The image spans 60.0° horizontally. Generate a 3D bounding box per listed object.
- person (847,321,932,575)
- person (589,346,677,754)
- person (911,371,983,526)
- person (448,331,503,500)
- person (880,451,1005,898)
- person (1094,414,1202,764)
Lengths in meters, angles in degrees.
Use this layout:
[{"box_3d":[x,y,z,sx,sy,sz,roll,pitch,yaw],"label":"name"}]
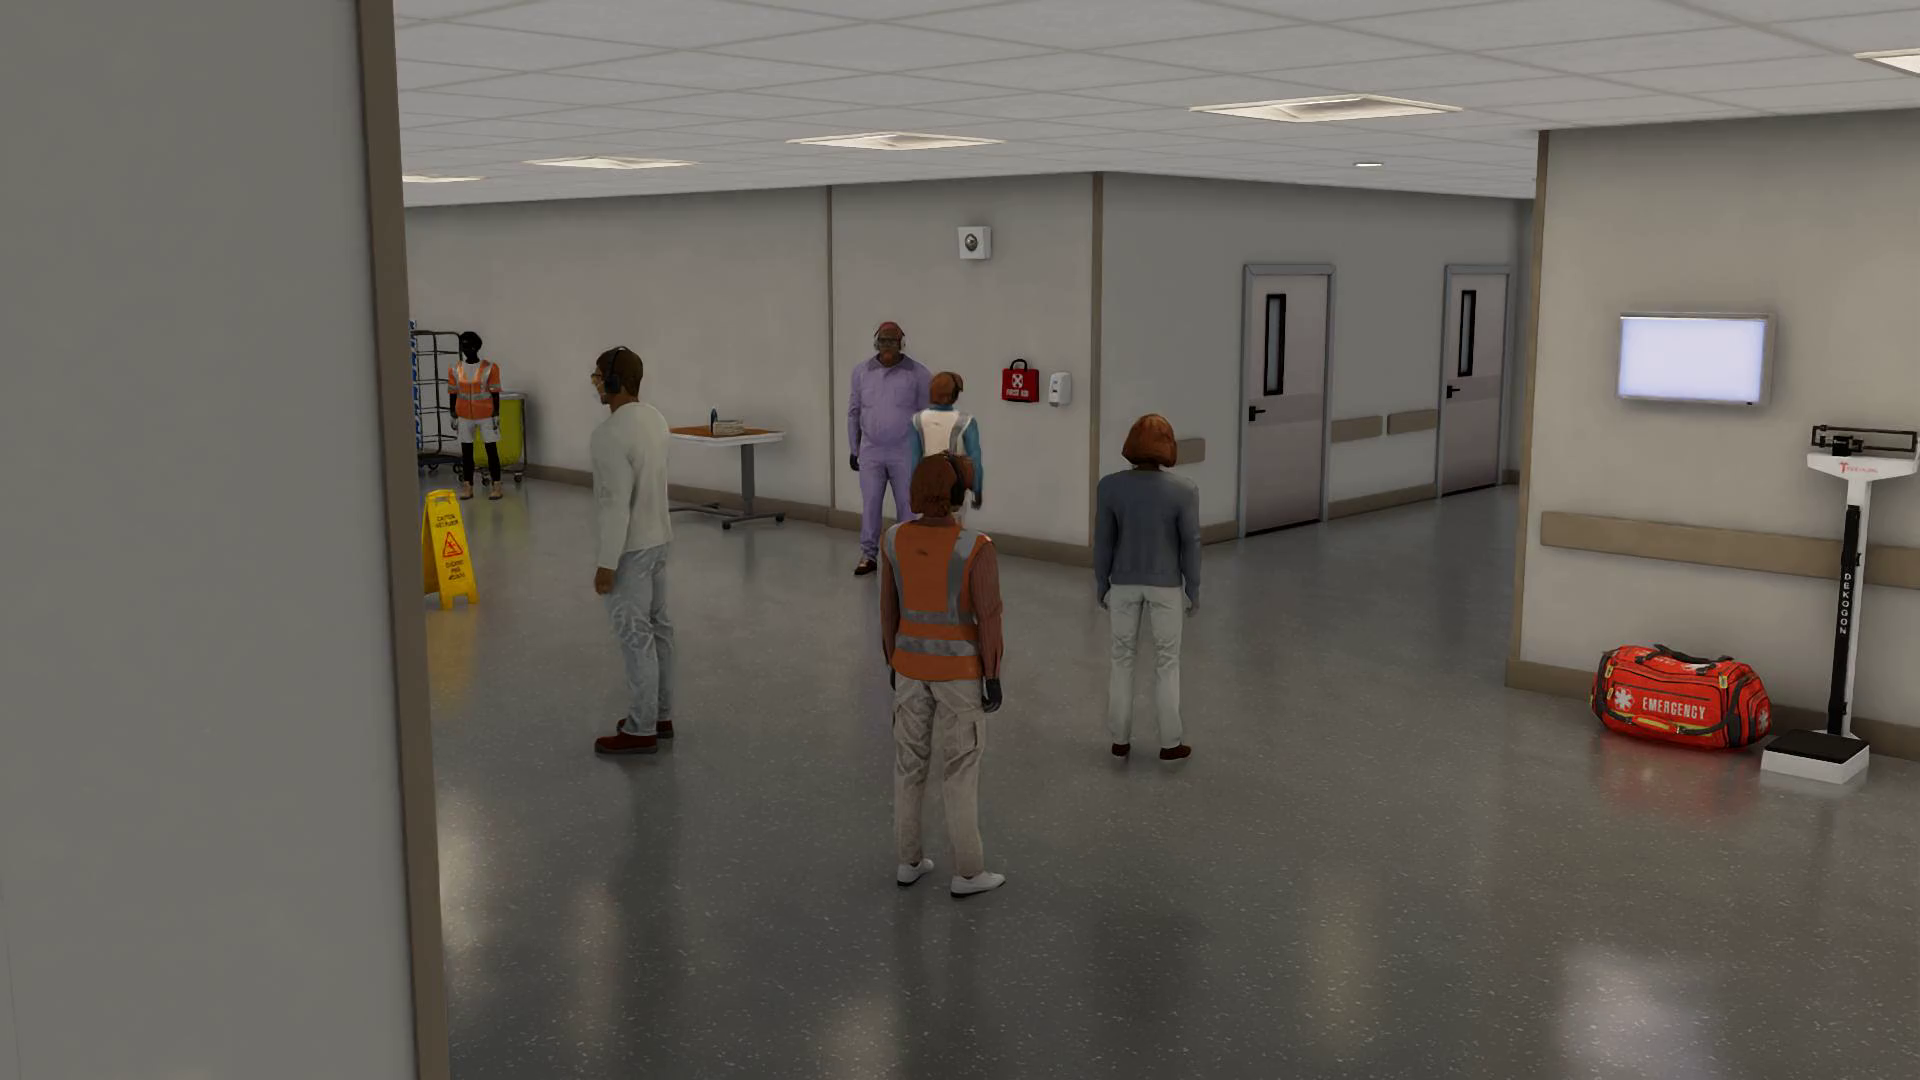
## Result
[{"box_3d":[-0.536,-0.680,12.495,0.641,1.909,0.409,1,9,7],"label":"person"},{"box_3d":[-1.564,0.052,7.903,0.376,1.940,0.629,2,9,12],"label":"person"},{"box_3d":[-0.119,-0.345,11.349,0.526,1.608,0.780,5,11,30],"label":"person"},{"box_3d":[-4.822,-1.233,16.560,0.536,1.689,0.323,0,9,0],"label":"person"},{"box_3d":[-0.070,0.494,6.107,0.514,1.641,0.309,6,11,32],"label":"person"},{"box_3d":[0.876,0.227,7.767,0.507,1.631,0.281,3,10,20],"label":"person"}]
